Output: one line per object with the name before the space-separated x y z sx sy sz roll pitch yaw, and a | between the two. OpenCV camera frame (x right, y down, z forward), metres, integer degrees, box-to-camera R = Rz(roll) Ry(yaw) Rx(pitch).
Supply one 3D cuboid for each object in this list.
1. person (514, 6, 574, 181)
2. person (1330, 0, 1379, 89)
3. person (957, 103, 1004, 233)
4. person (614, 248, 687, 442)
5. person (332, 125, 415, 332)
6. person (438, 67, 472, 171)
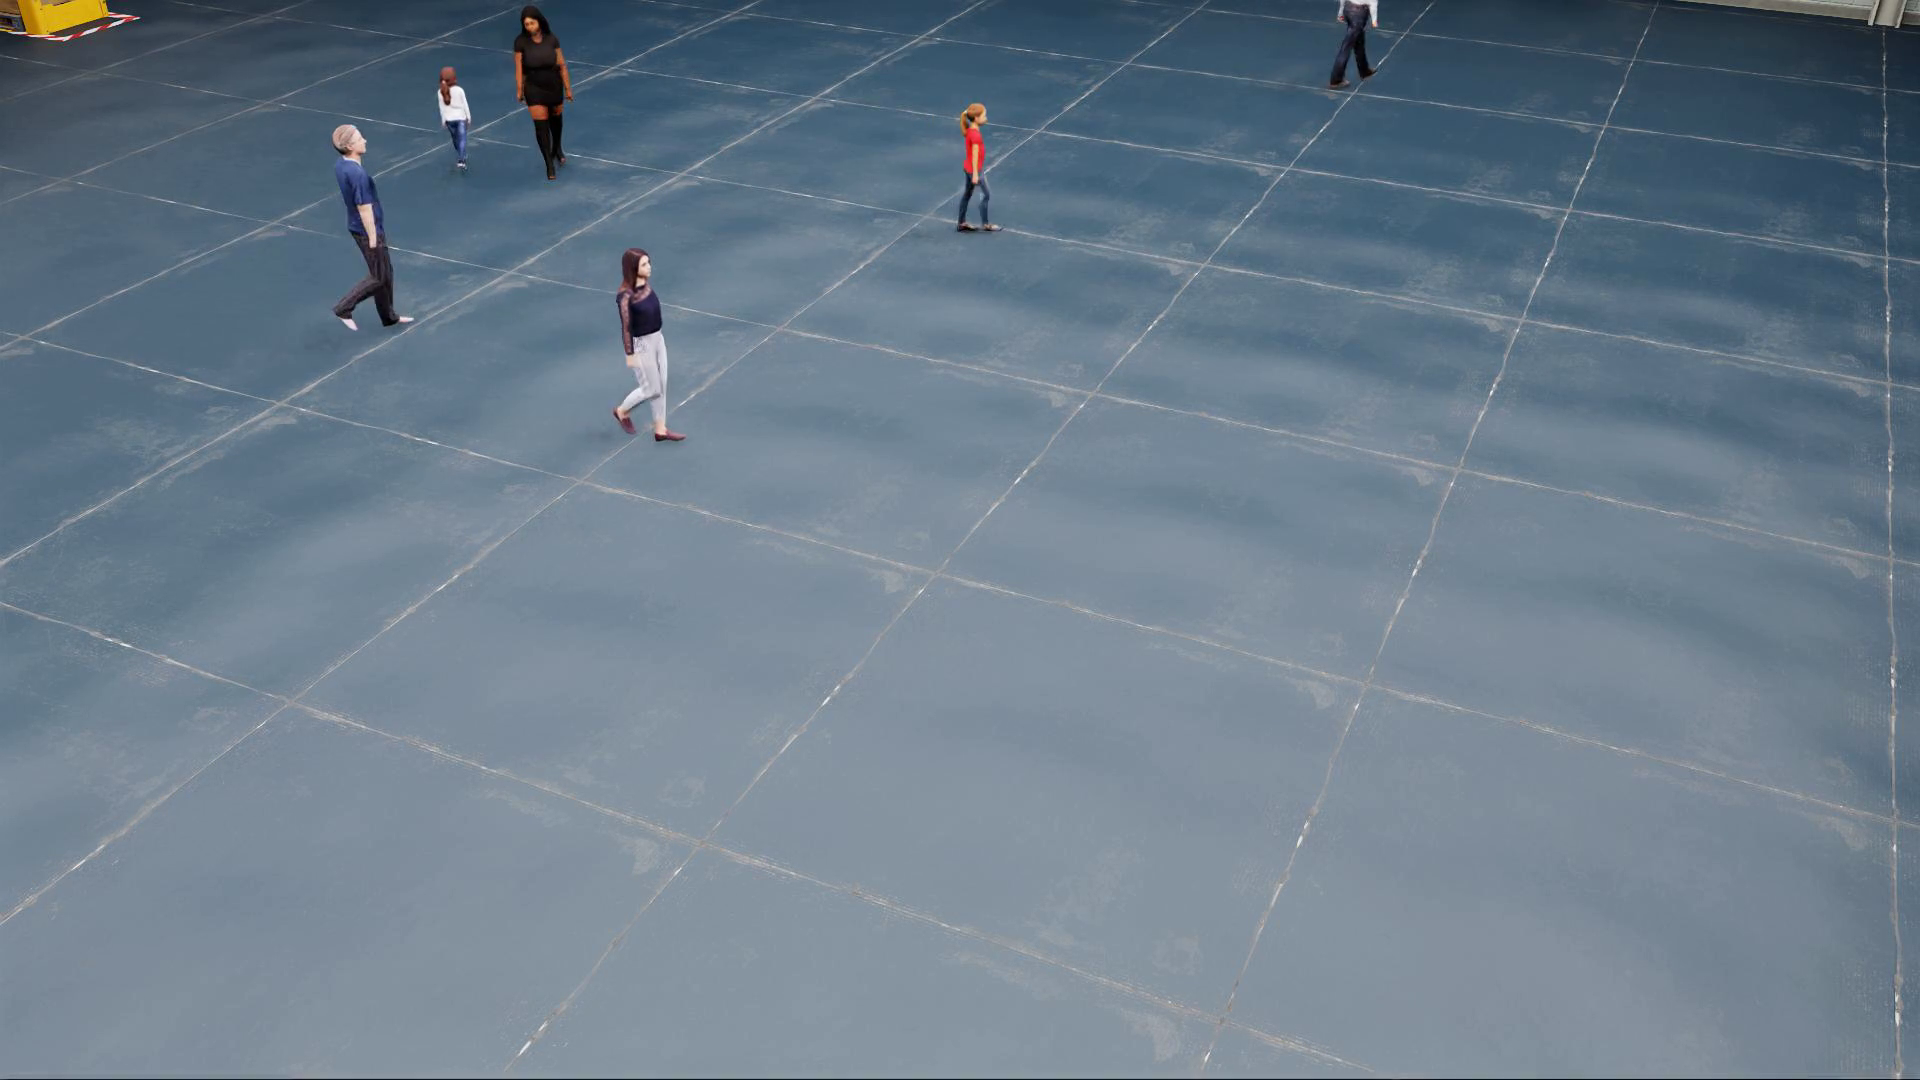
person | -4.469 -4.801 17.827 1.200 1.784 1.264 -14 35 -20
person | 4.804 -6.453 20.437 1.113 1.793 1.070 -13 34 -19
person | 0.071 -3.671 16.490 0.772 1.299 0.686 -5 33 -8
person | -2.453 -1.470 12.724 0.830 1.596 0.685 7 33 12
person | -5.199 -2.646 14.344 0.996 1.855 0.980 -18 36 -26
person | -5.510 -4.586 18.137 0.791 1.091 0.737 -1 32 -2
